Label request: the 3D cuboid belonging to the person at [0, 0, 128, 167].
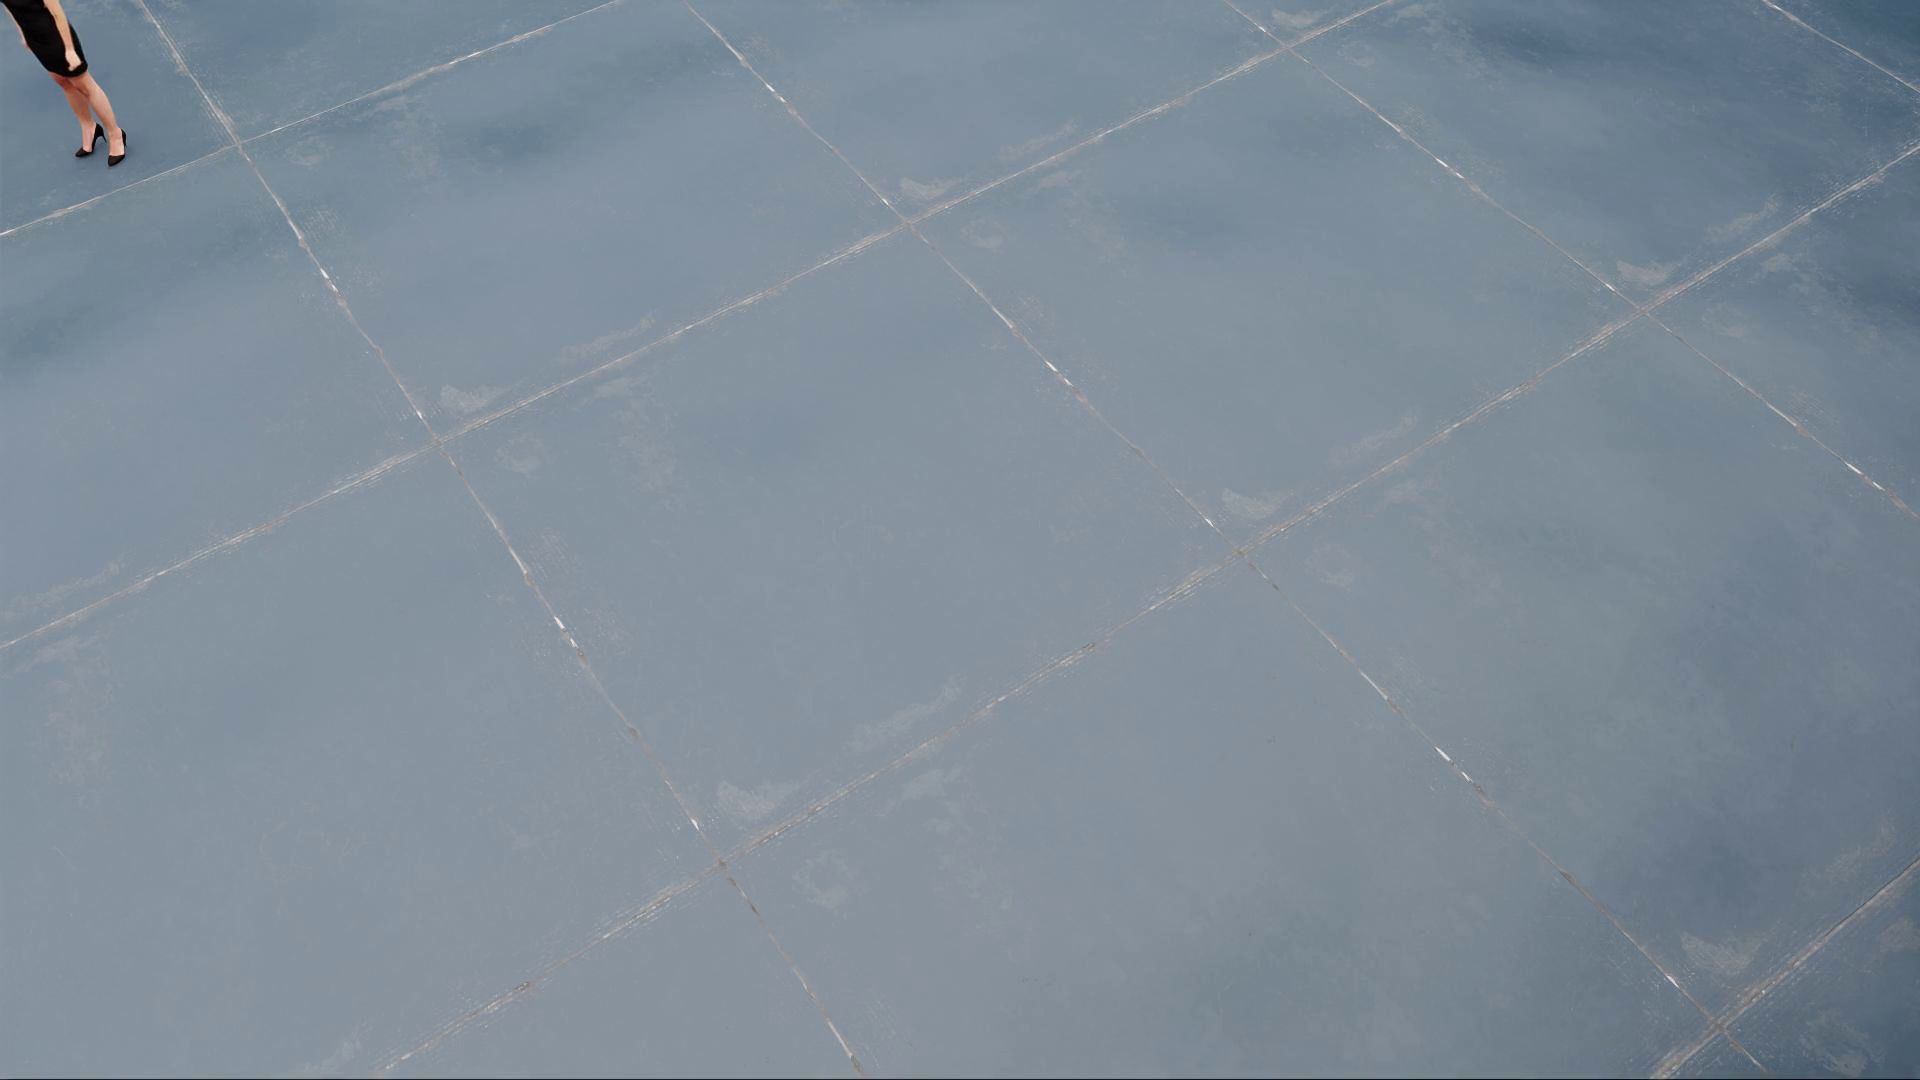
[{"bbox_3d":[-5.250,-2.897,9.612,0.570,1.650,0.683,22,55,16],"label":"person"}]
